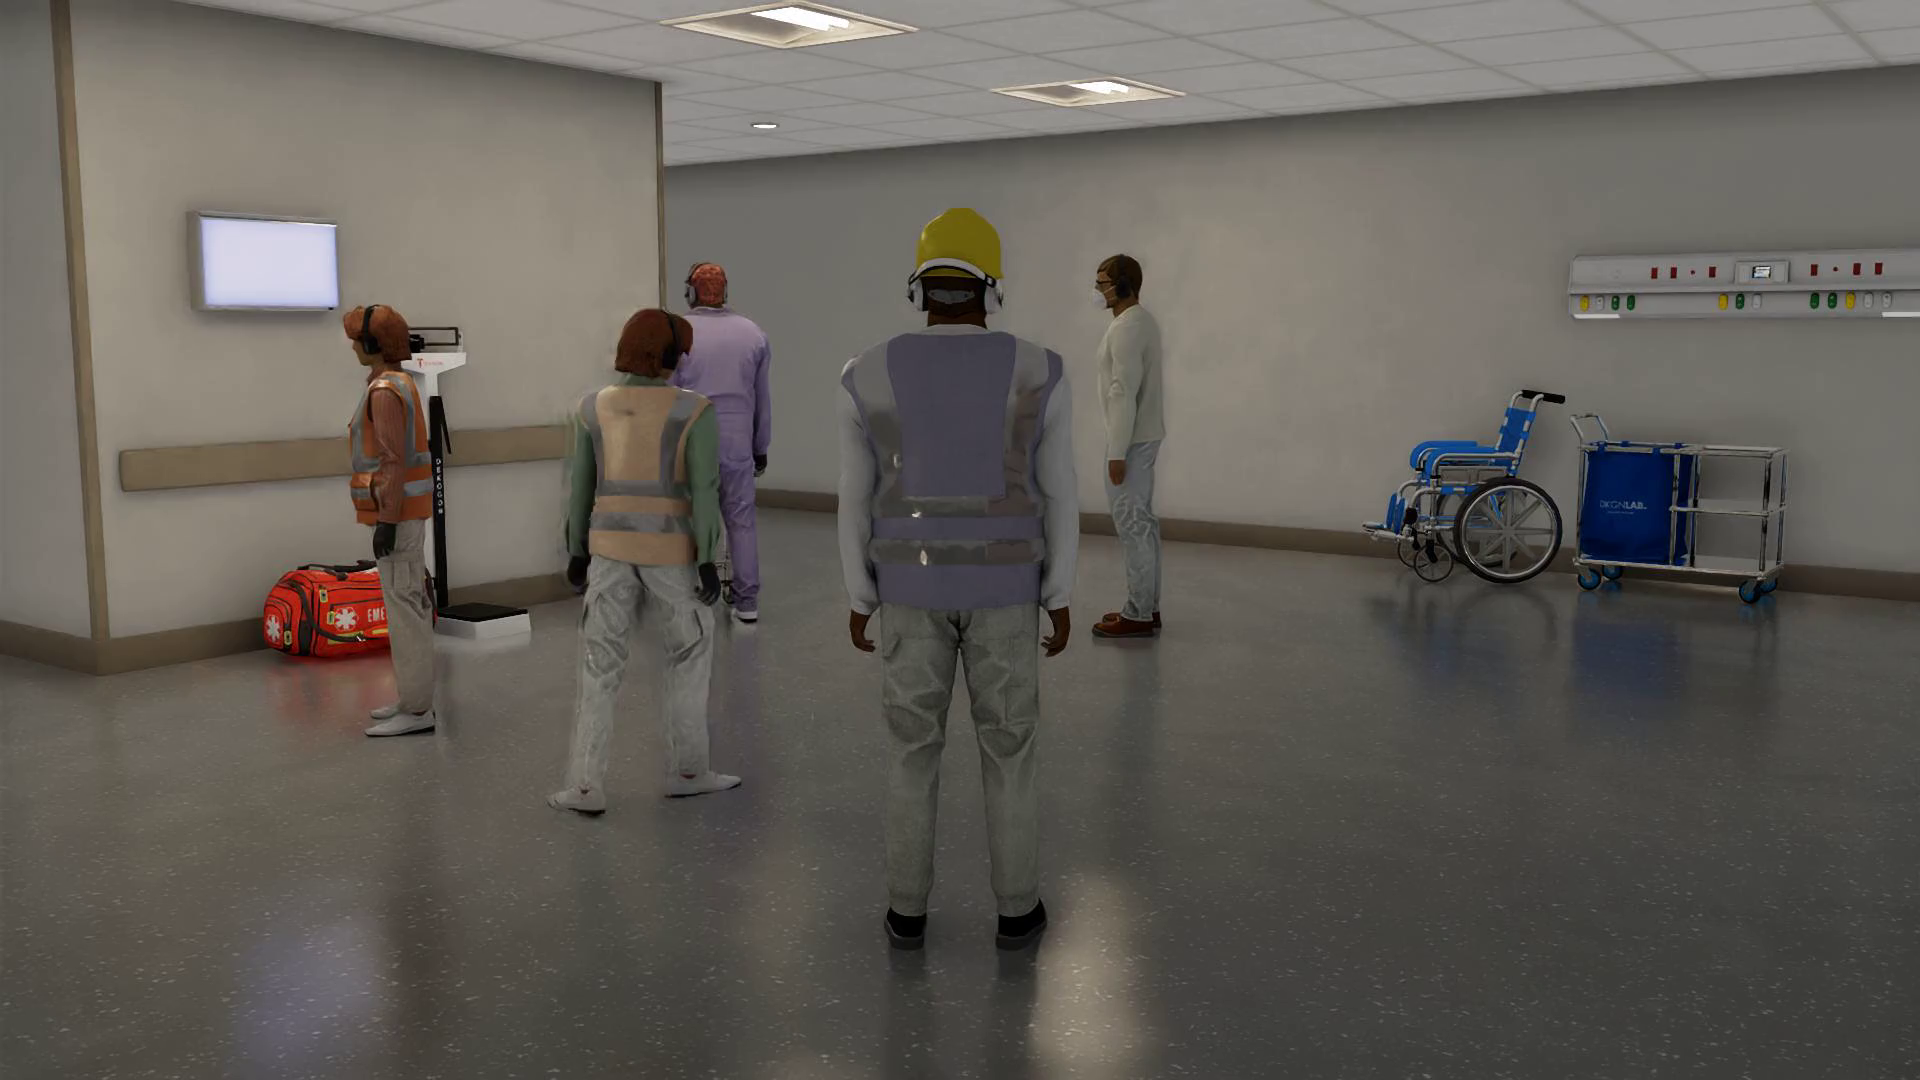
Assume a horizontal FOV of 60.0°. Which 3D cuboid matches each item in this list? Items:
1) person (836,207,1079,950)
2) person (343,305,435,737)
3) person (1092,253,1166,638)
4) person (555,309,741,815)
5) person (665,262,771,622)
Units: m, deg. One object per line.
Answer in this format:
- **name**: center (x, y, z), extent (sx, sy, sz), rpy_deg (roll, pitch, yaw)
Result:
- **person**: center (-0.002, 0.107, 4.117), extent (0.590, 1.833, 0.404), rpy_deg (0, 7, 3)
- **person**: center (-2.166, -0.073, 6.353), extent (0.310, 1.636, 0.523), rpy_deg (-2, 7, -14)
- **person**: center (0.849, -0.472, 8.405), extent (0.372, 1.932, 0.628), rpy_deg (2, 7, 13)
- **person**: center (-1.034, 0.069, 5.354), extent (0.558, 1.607, 0.493), rpy_deg (2, 7, 15)
- **person**: center (-1.306, -0.500, 8.746), extent (0.644, 1.900, 0.399), rpy_deg (-4, 8, -30)
